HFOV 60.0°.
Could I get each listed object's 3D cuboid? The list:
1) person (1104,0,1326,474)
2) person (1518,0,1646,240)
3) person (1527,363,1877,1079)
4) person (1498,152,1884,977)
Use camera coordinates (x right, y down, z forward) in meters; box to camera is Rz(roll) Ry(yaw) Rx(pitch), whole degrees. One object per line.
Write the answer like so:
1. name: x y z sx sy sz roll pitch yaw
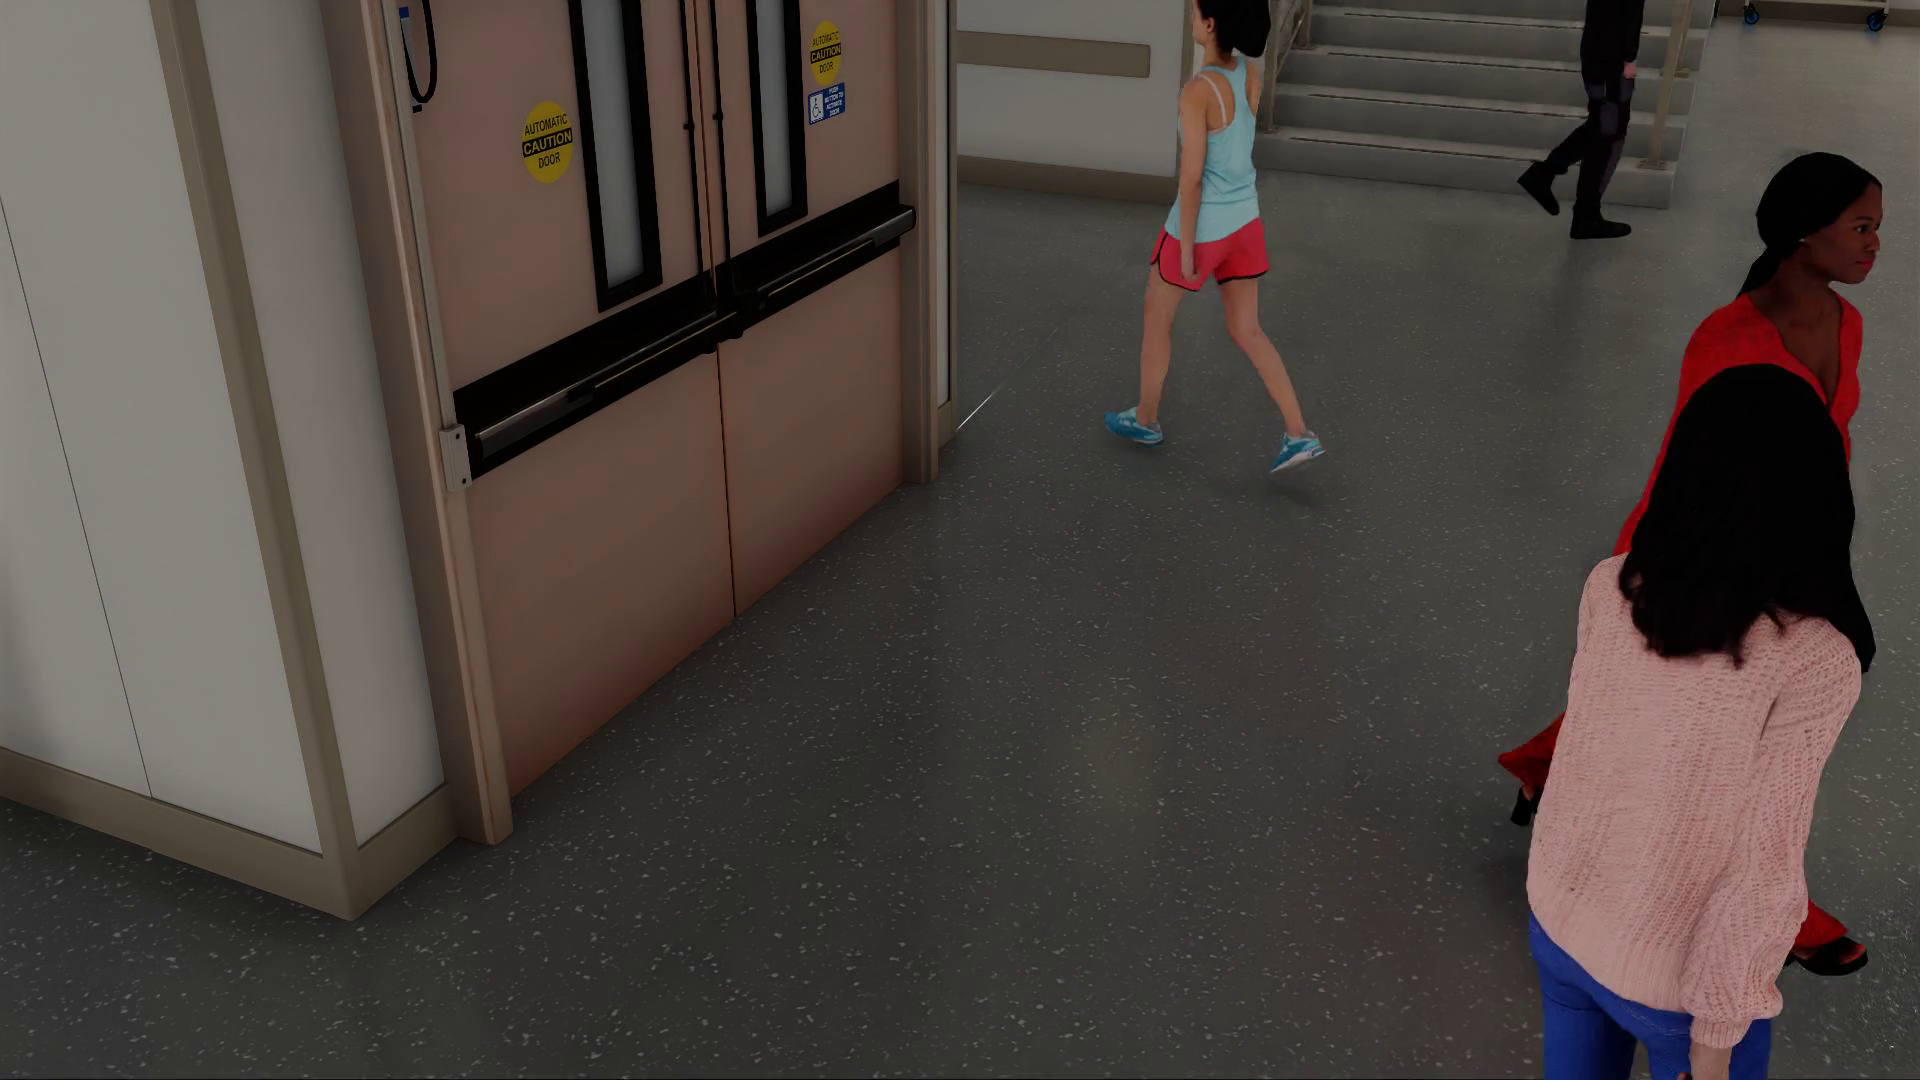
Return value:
1. person: 0.968 -1.042 5.875 1.199 1.728 0.996 -20 32 -35
2. person: 3.348 -2.532 8.773 0.895 1.896 0.878 2 26 5
3. person: 0.959 0.640 2.387 0.848 1.729 0.798 -5 26 -10
4. person: 1.530 0.042 3.625 1.214 1.730 1.074 -17 30 -31
